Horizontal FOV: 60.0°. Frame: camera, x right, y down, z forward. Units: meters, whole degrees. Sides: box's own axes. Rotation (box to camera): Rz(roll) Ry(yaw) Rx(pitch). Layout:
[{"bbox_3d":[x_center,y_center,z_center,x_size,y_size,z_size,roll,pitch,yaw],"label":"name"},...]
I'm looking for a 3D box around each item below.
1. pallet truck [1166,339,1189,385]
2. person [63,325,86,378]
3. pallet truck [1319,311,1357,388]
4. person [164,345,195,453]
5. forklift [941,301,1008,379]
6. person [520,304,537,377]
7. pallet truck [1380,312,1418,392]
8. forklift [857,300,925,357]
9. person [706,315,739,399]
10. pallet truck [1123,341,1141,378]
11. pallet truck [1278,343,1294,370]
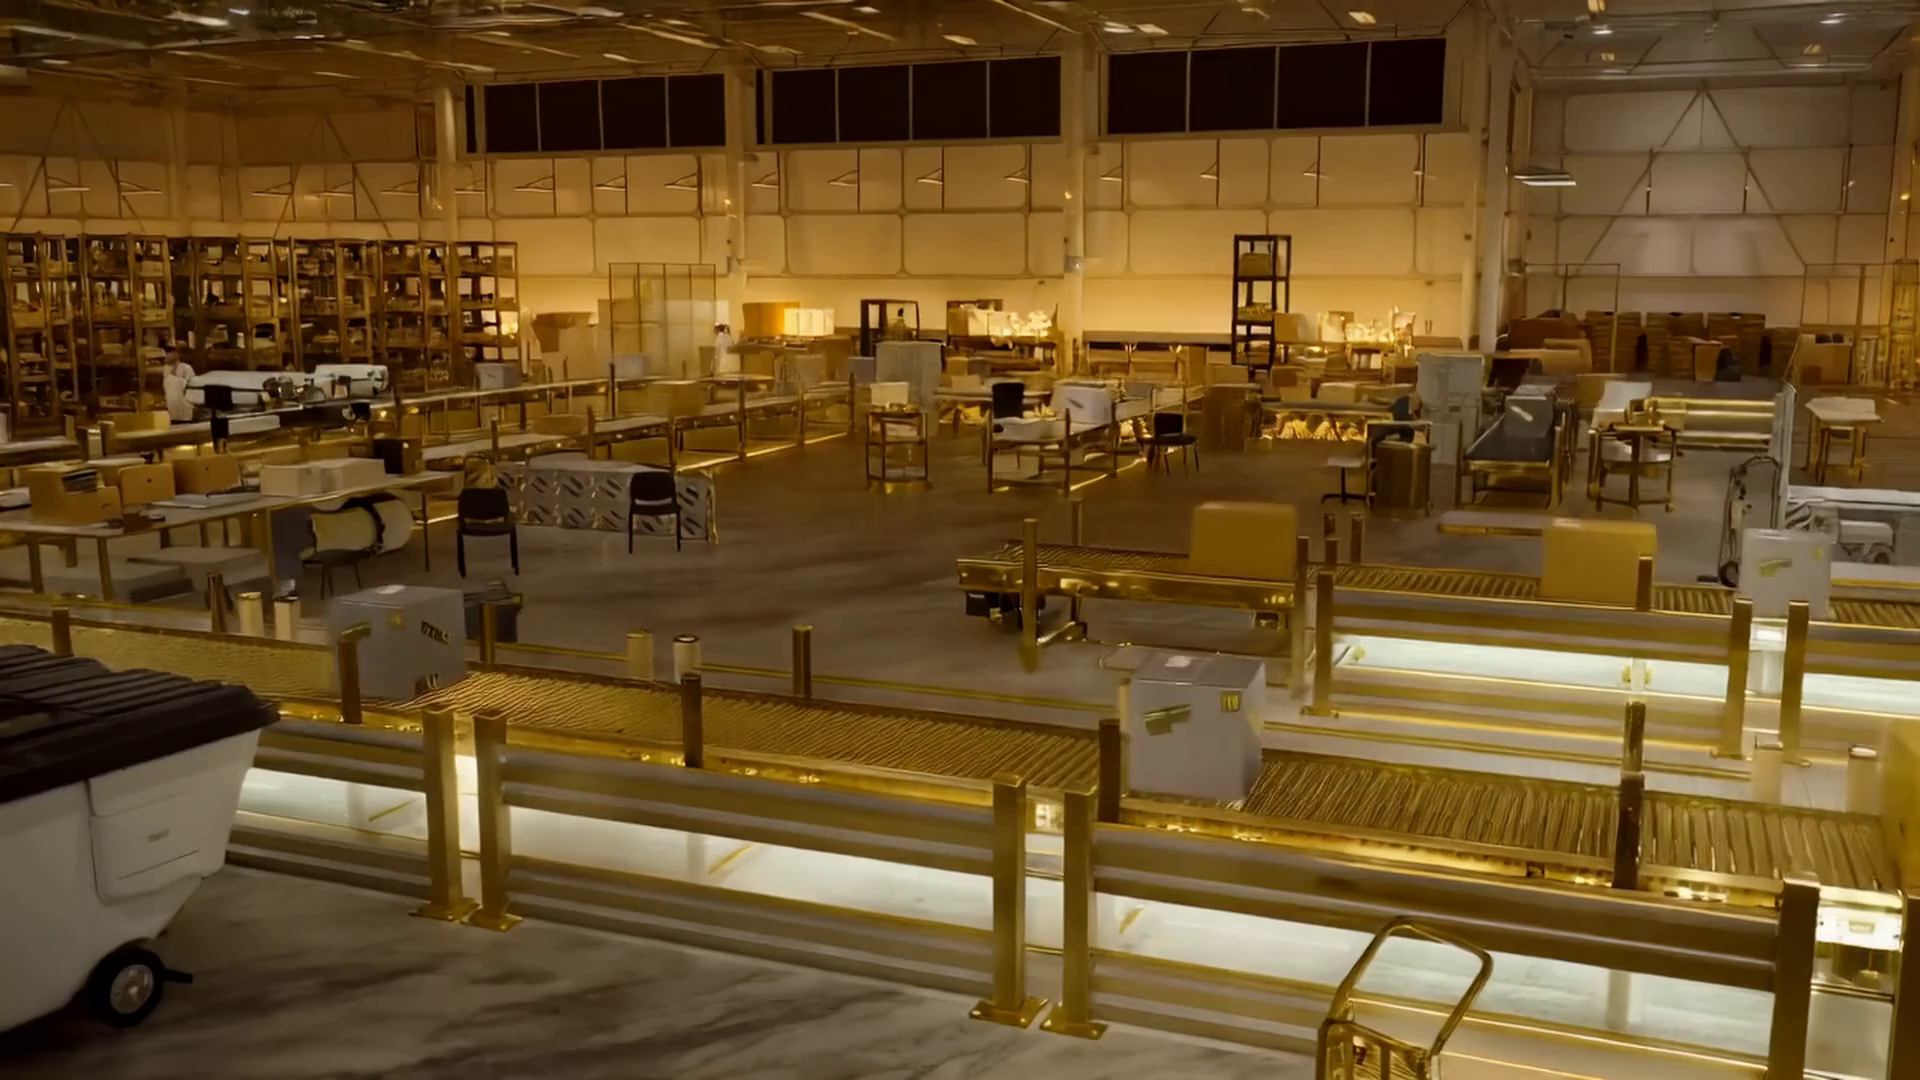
[{"bbox_3d":[5.418,-4.269,40.420,0.704,1.261,1.522,3,10,20],"label":"pallet truck"},{"bbox_3d":[-19.572,-3.879,36.498,0.568,1.796,0.946,9,13,43],"label":"person"},{"bbox_3d":[9.071,-4.419,39.190,0.823,1.965,1.885,5,10,26],"label":"pallet truck"},{"bbox_3d":[-12.686,-2.284,26.981,0.523,1.760,0.328,2,10,14],"label":"person"},{"bbox_3d":[0.365,-4.966,41.571,1.157,1.987,2.680,3,10,20],"label":"forklift"},{"bbox_3d":[-11.896,-5.476,45.595,0.373,1.997,0.617,-8,13,-41],"label":"person"},{"bbox_3d":[10.207,-4.283,38.369,0.823,1.965,1.885,3,10,20],"label":"pallet truck"},{"bbox_3d":[-1.732,-5.109,42.468,1.157,1.987,2.680,4,10,22],"label":"forklift"},{"bbox_3d":[-4.973,-3.672,34.627,0.613,2.019,0.659,-1,9,-8],"label":"person"},{"bbox_3d":[4.445,-4.380,41.279,0.680,1.201,1.601,4,10,22],"label":"pallet truck"},{"bbox_3d":[7.886,-4.163,39.743,0.653,1.274,1.630,4,10,22],"label":"pallet truck"}]
